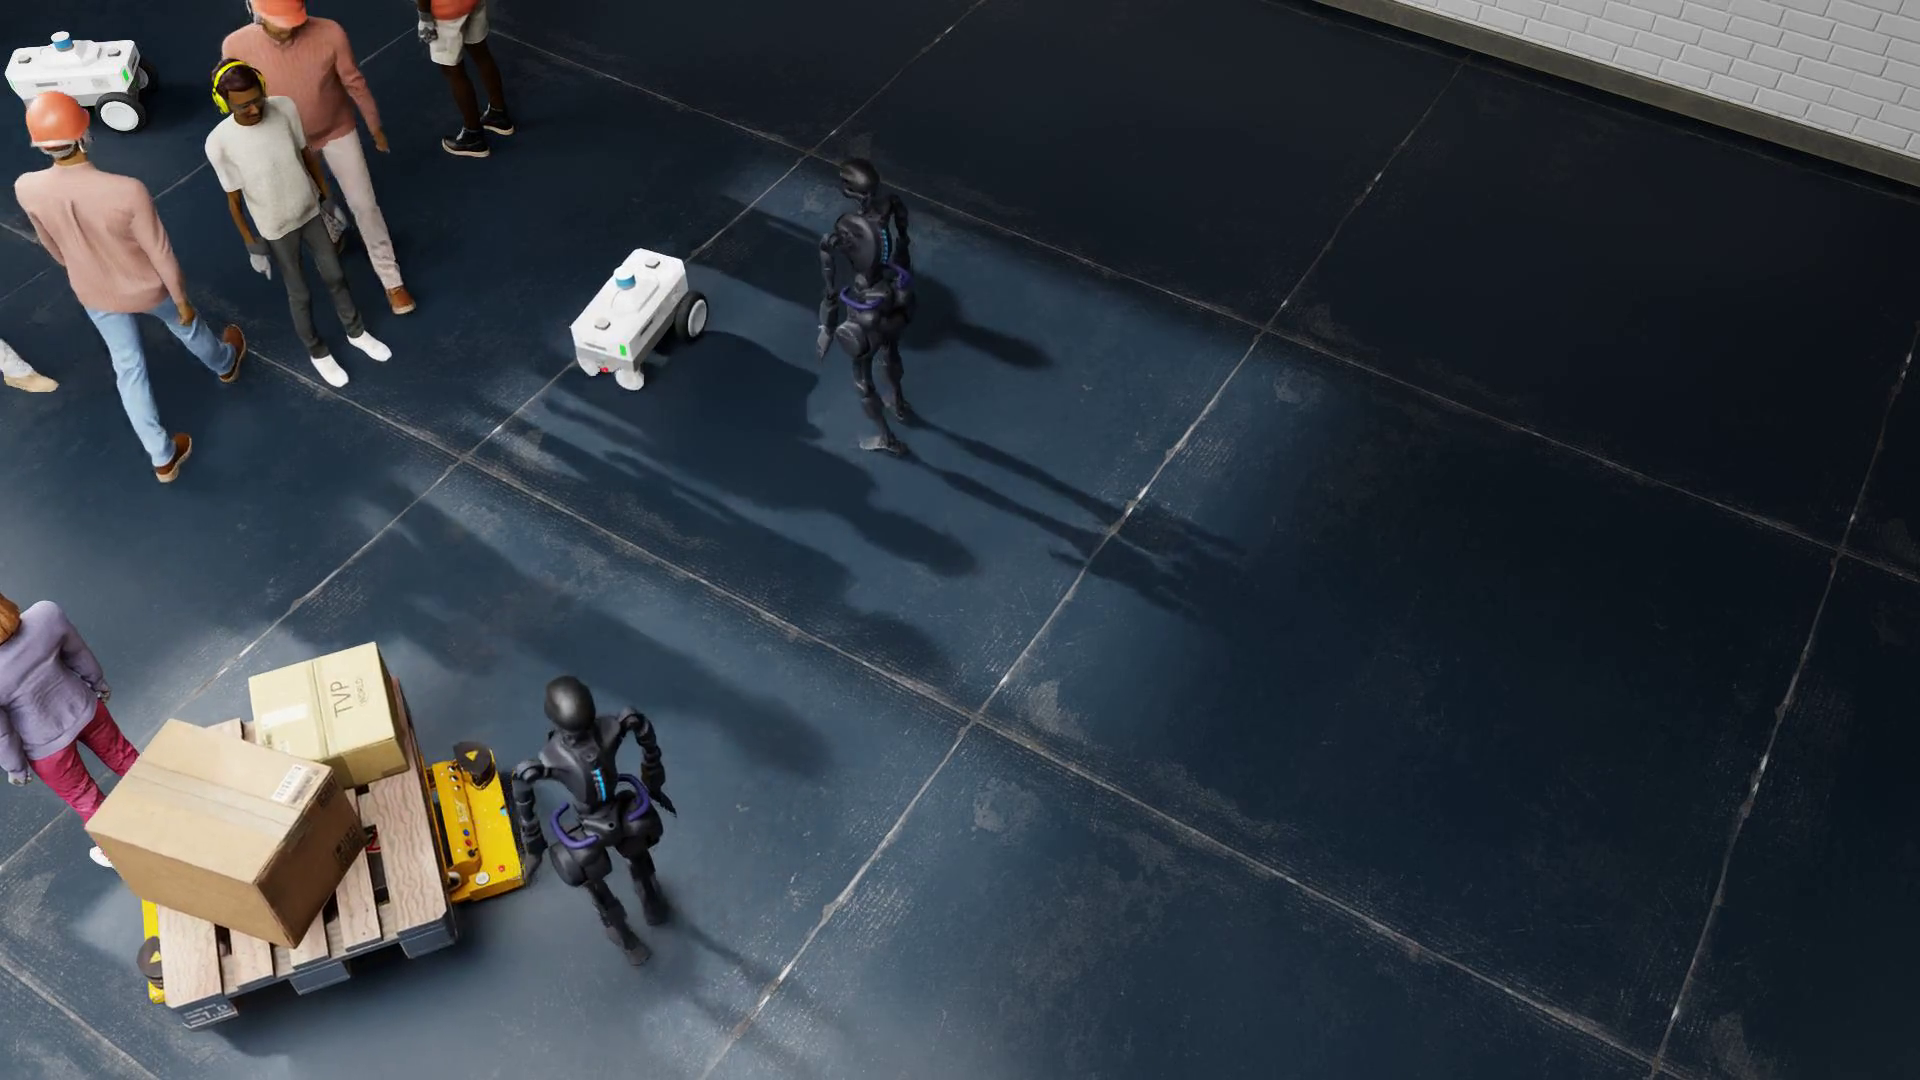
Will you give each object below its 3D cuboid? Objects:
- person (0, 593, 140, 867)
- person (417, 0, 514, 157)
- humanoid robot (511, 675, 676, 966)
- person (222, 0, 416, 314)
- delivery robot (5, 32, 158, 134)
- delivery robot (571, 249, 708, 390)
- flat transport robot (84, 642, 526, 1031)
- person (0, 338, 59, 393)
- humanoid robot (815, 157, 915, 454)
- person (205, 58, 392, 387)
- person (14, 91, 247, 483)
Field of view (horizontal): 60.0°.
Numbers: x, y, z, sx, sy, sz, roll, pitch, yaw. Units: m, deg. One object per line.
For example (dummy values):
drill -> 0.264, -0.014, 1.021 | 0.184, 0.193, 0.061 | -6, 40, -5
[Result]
person -> -3.412, 0.704, 6.292 | 0.265, 1.631, 0.506 | 18, 51, 15
person -> -2.883, -3.092, 9.405 | 0.389, 1.950, 0.616 | 15, 50, 13
humanoid robot -> -1.309, 1.014, 5.994 | 0.583, 1.655, 0.362 | -29, 55, -23
person -> -3.286, -2.062, 8.526 | 0.637, 1.921, 0.890 | -11, 50, -9
delivery robot -> -5.301, -2.781, 10.069 | 0.811, 0.613, 0.499 | -6, 49, -5
delivery robot -> -1.692, -1.177, 8.658 | 0.504, 0.600, 0.771 | 17, 51, 14
flat transport robot -> -2.533, 1.307, 6.673 | 1.431, 0.231, 0.659 | -17, 51, -14
person -> -5.172, -1.460, 8.090 | 0.911, 1.806, 0.644 | 4, 49, 4
humanoid robot -> -0.421, -1.095, 7.848 | 0.331, 1.652, 0.589 | 34, 57, 26
person -> -3.246, -1.535, 8.107 | 0.346, 1.856, 0.520 | 30, 55, 23
person -> -3.894, -1.255, 7.803 | 0.623, 1.942, 1.019 | -2, 49, -2
